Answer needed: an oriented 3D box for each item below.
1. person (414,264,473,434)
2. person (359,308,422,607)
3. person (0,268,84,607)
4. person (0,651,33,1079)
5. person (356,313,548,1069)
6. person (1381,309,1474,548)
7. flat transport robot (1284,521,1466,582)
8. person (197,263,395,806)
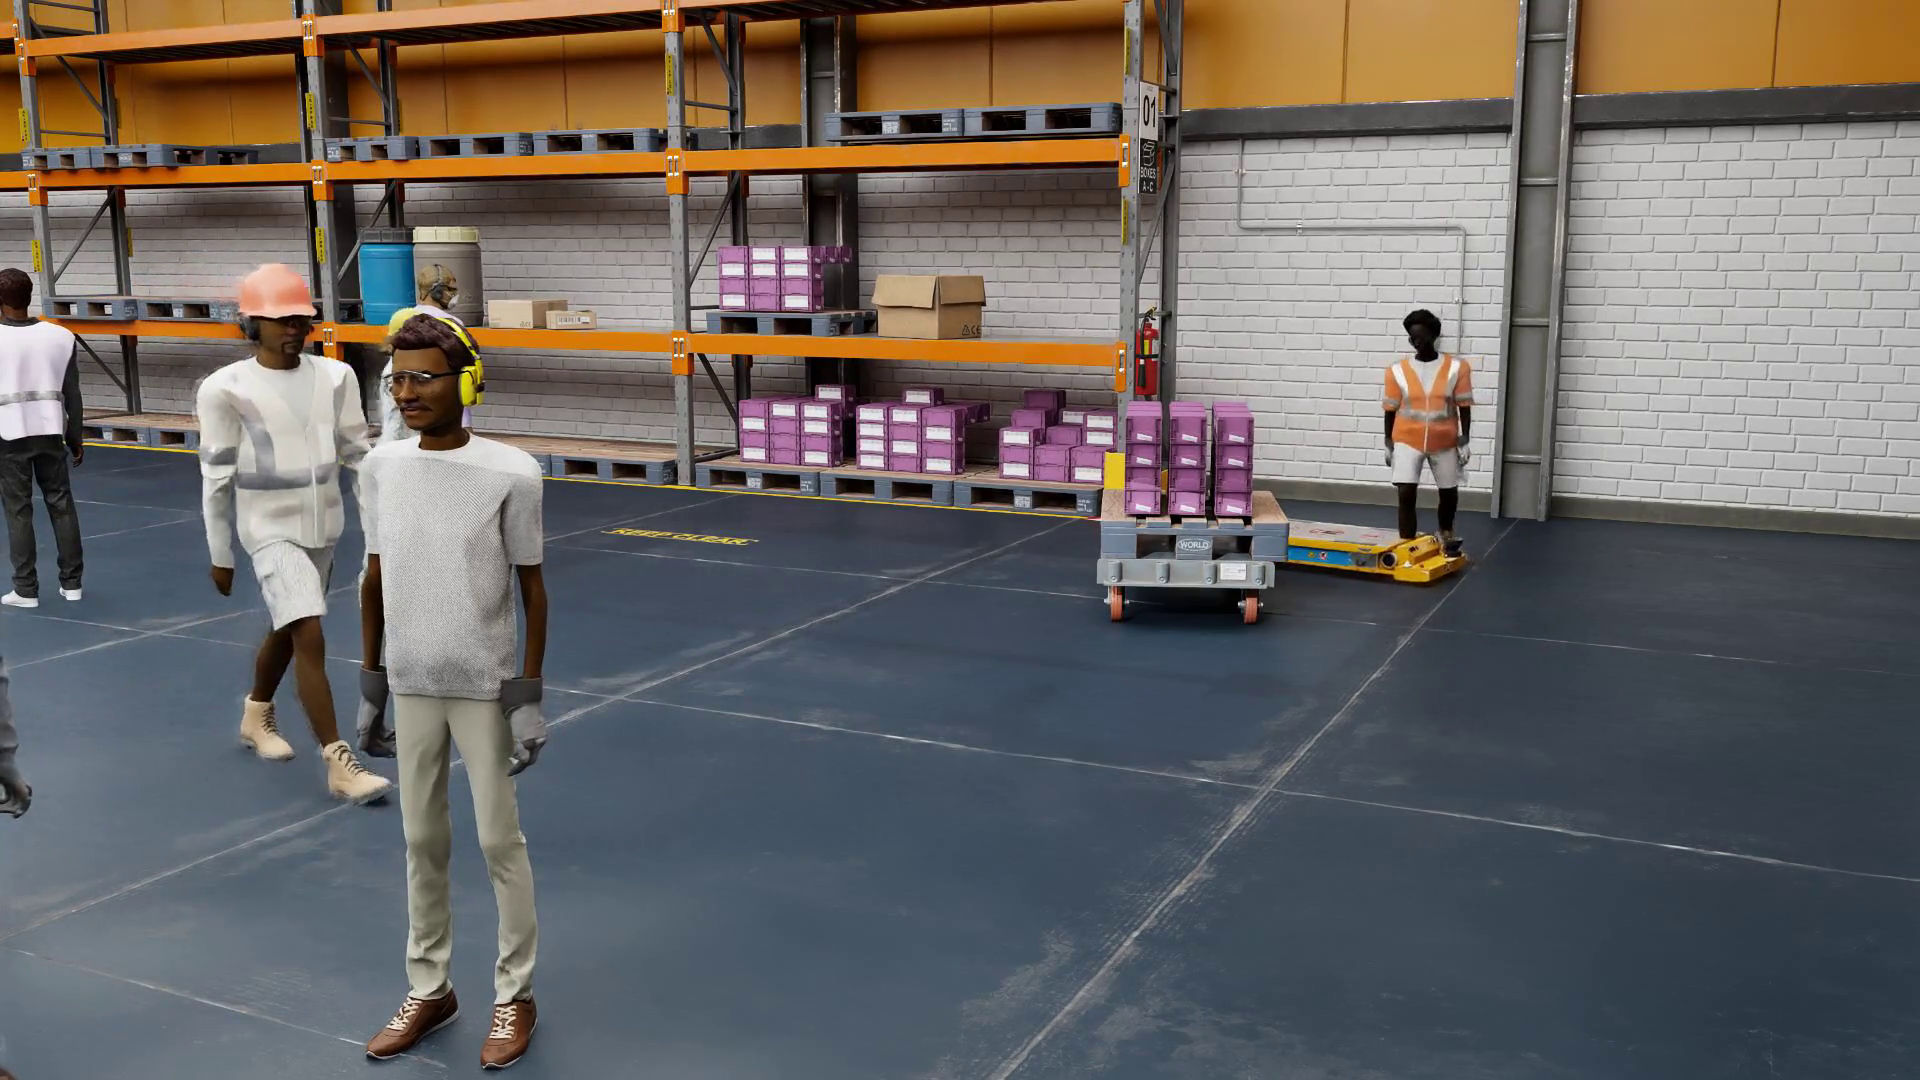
[{"bbox_3d":[-3.281,-0.752,10.424,0.632,1.932,0.359,7,12,35],"label":"person"},{"bbox_3d":[-3.154,-0.435,9.289,0.538,1.706,0.557,-2,10,-11],"label":"person"},{"bbox_3d":[-5.291,-0.575,9.456,0.376,1.917,0.600,8,13,39],"label":"person"},{"bbox_3d":[-2.336,0.568,3.726,0.266,1.631,0.507,4,11,24],"label":"person"},{"bbox_3d":[-1.268,0.380,4.127,0.513,1.872,0.328,2,10,11],"label":"person"},{"bbox_3d":[2.905,-0.616,10.398,0.554,1.668,0.665,2,10,14],"label":"person"},{"bbox_3d":[2.414,0.048,10.601,1.431,0.197,0.652,7,12,35],"label":"flat transport robot"},{"bbox_3d":[-2.538,-0.046,6.283,1.101,1.984,0.608,7,12,34],"label":"person"}]
